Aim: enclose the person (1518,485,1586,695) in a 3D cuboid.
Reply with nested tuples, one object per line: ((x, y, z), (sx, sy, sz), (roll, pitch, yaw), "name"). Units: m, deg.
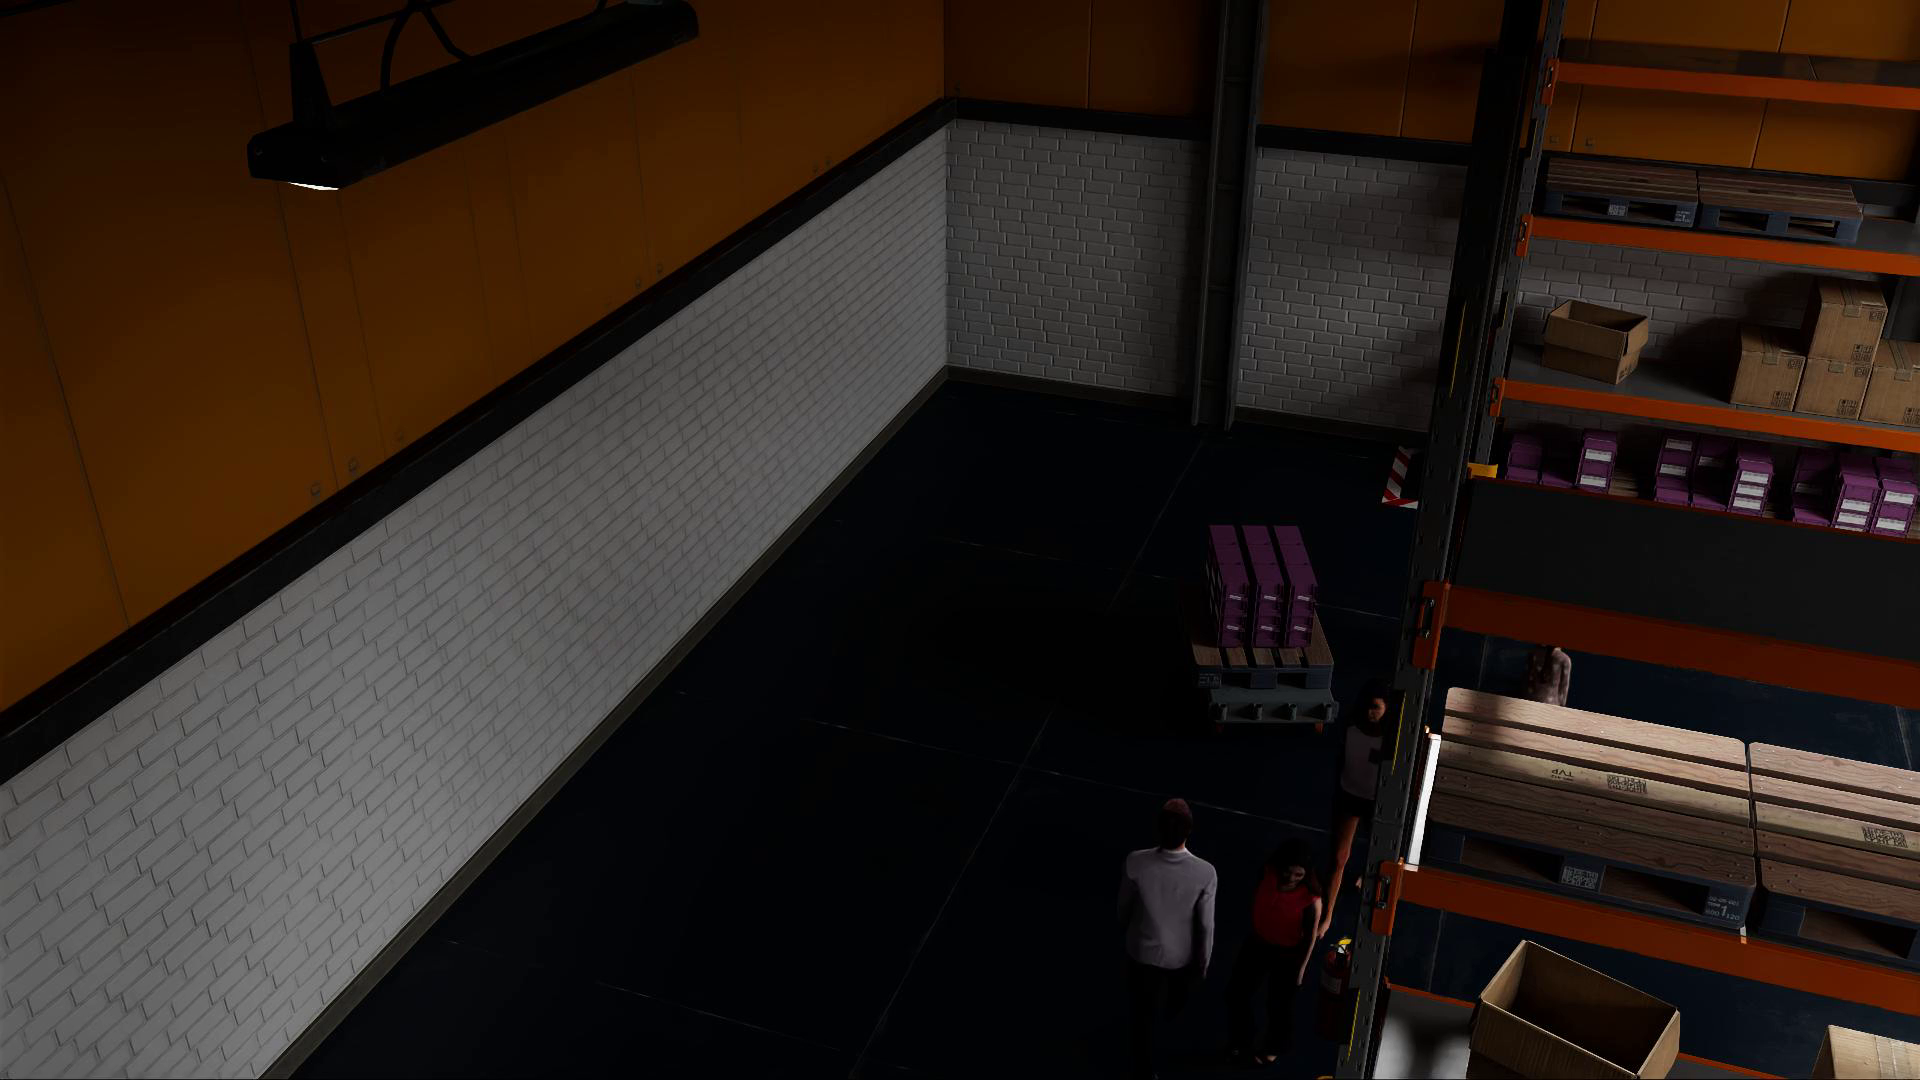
((4.402, 0.386, 12.340), (0.605, 1.795, 0.636), (24, 36, 36), "person")

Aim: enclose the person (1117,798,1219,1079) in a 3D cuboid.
((1.074, 2.246, 8.913), (1.135, 1.811, 0.916), (3, 29, 6), "person")

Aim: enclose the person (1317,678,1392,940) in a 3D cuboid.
((2.536, 1.578, 10.277), (1.117, 1.678, 0.838), (17, 33, 28), "person")

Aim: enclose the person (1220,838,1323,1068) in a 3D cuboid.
((1.792, 2.245, 9.097), (0.821, 1.636, 0.755), (-19, 34, -31), "person")
